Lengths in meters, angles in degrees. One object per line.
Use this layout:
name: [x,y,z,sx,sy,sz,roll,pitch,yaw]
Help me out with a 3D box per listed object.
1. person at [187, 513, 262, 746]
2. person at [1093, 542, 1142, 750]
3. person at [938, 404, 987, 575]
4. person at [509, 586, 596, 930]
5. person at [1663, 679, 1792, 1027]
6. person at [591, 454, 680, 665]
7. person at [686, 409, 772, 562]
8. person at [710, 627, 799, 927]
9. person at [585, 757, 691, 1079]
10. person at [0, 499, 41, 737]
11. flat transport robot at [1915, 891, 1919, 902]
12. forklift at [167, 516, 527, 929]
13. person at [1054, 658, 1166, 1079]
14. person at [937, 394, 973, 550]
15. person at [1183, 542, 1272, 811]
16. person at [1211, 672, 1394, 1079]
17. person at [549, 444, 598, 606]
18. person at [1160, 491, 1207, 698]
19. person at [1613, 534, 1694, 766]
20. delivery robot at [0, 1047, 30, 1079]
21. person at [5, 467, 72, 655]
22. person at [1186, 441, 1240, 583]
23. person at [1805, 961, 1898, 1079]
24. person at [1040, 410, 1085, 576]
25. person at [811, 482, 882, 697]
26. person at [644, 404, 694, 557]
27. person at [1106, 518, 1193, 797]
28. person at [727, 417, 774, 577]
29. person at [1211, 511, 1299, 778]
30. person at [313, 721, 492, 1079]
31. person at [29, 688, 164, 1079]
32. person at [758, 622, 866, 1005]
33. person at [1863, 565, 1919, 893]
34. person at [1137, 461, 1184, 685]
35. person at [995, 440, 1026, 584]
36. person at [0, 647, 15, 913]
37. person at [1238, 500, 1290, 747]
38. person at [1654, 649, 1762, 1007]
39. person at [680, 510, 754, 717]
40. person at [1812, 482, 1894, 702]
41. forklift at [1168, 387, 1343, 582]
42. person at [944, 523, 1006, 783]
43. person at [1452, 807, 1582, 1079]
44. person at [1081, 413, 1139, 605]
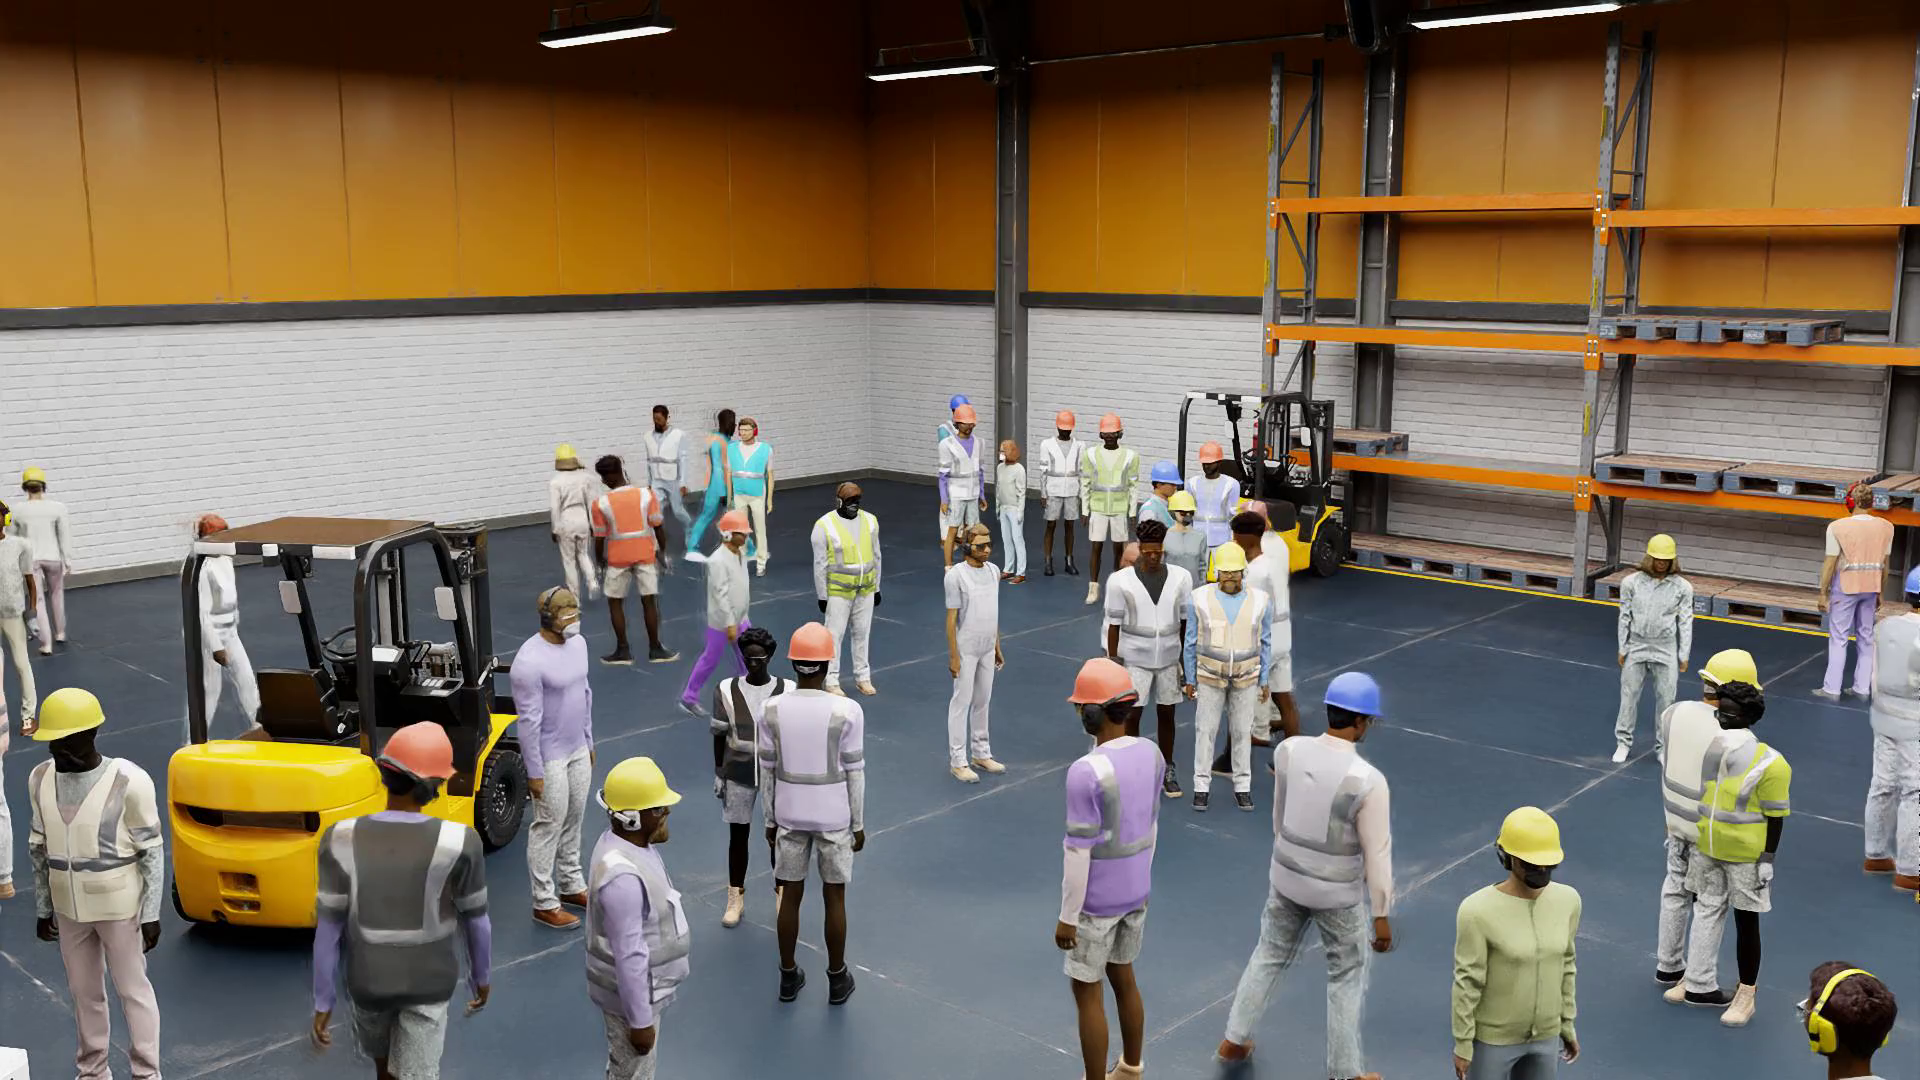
person: [-5.389,0.715,12.260,0.787,1.833,0.652,0,10,1]
person: [1.236,0.808,12.352,0.573,1.605,0.541,-2,10,-12]
person: [0.052,-0.499,18.581,0.614,2.041,0.389,-7,12,-35]
person: [-2.236,1.199,9.252,0.385,1.929,0.635,3,10,18]
person: [3.750,1.511,8.124,0.317,1.696,0.538,-6,12,-32]
person: [-2.932,0.179,15.107,0.772,1.935,0.368,-4,11,-20]
person: [-2.839,-0.640,19.941,1.063,1.850,0.623,2,10,9]
person: [-1.121,1.312,9.255,0.533,1.697,0.318,0,10,-3]
person: [-1.247,1.732,6.470,0.404,1.834,0.591,-2,10,-11]
person: [-7.379,0.597,12.820,0.521,1.877,0.328,-2,10,-10]
flat transport robot: [6.210,1.948,9.691,1.431,0.197,0.652,-8,13,-39]
forklift: [-3.583,0.976,9.748,1.214,2.155,2.313,2,10,11]
person: [0.621,1.511,7.195,0.409,2.028,0.613,8,13,38]
person: [-0.032,-0.857,20.886,0.404,1.948,0.605,8,13,38]
person: [1.792,0.912,11.145,0.593,1.833,0.404,0,10,2]
person: [1.553,1.532,7.385,0.588,1.919,0.816,-8,13,-39]
person: [-4.068,-0.150,17.471,0.496,1.720,0.452,-9,13,-41]
person: [1.829,0.465,13.872,0.528,1.772,0.304,-4,11,-21]
person: [5.028,0.806,12.060,0.498,1.732,0.382,4,11,24]
delivery robot: [-4.105,2.287,6.685,0.477,0.478,0.707,2,10,11]
person: [-8.649,0.181,15.600,0.531,1.733,0.838,-7,12,-36]
person: [2.415,0.005,16.042,0.545,1.932,0.386,5,11,24]
person: [2.372,2.058,4.549,0.512,1.862,0.322,-2,10,-10]
person: [1.189,-0.544,19.166,0.542,1.928,0.377,-2,10,-10]
person: [-0.932,0.421,13.958,0.618,1.836,0.431,-6,12,-33]
person: [-3.579,-0.754,20.528,0.609,1.882,0.917,3,11,19]
person: [1.300,0.810,11.400,0.609,1.954,0.392,-1,10,-8]
person: [-2.402,-0.492,19.107,0.564,1.843,0.395,2,10,12]
person: [2.075,0.757,11.805,0.776,1.921,0.640,6,12,30]
person: [-2.118,1.668,6.422,0.635,1.977,1.054,-1,10,-3]
person: [-3.726,1.564,7.160,0.593,1.925,0.384,2,10,10]
person: [-0.730,1.364,8.317,0.540,1.930,0.384,2,10,12]
person: [5.581,1.101,9.749,0.399,1.943,0.642,-2,10,-9]
person: [1.727,0.278,14.433,0.409,1.943,0.615,4,11,22]
person: [0.566,-0.321,18.762,0.288,1.628,0.502,-7,12,-33]
person: [-5.613,1.219,9.388,0.429,1.838,0.621,-2,10,-11]
person: [2.251,0.634,12.579,0.403,1.884,0.673,5,11,27]
person: [3.722,1.428,8.263,0.403,1.816,0.603,-3,10,-17]
person: [-1.862,0.605,13.270,0.905,1.715,0.556,4,11,22]
person: [7.429,0.443,13.806,0.561,1.837,0.388,-1,10,-5]
forklift: [3.298,-0.608,18.767,1.214,2.155,2.313,9,13,42]
person: [0.112,0.787,11.821,0.345,1.846,0.506,9,14,43]
person: [2.054,1.827,6.125,0.534,1.767,0.319,-3,10,-18]
person: [1.579,-0.322,17.570,0.605,2.044,0.374,1,10,7]
